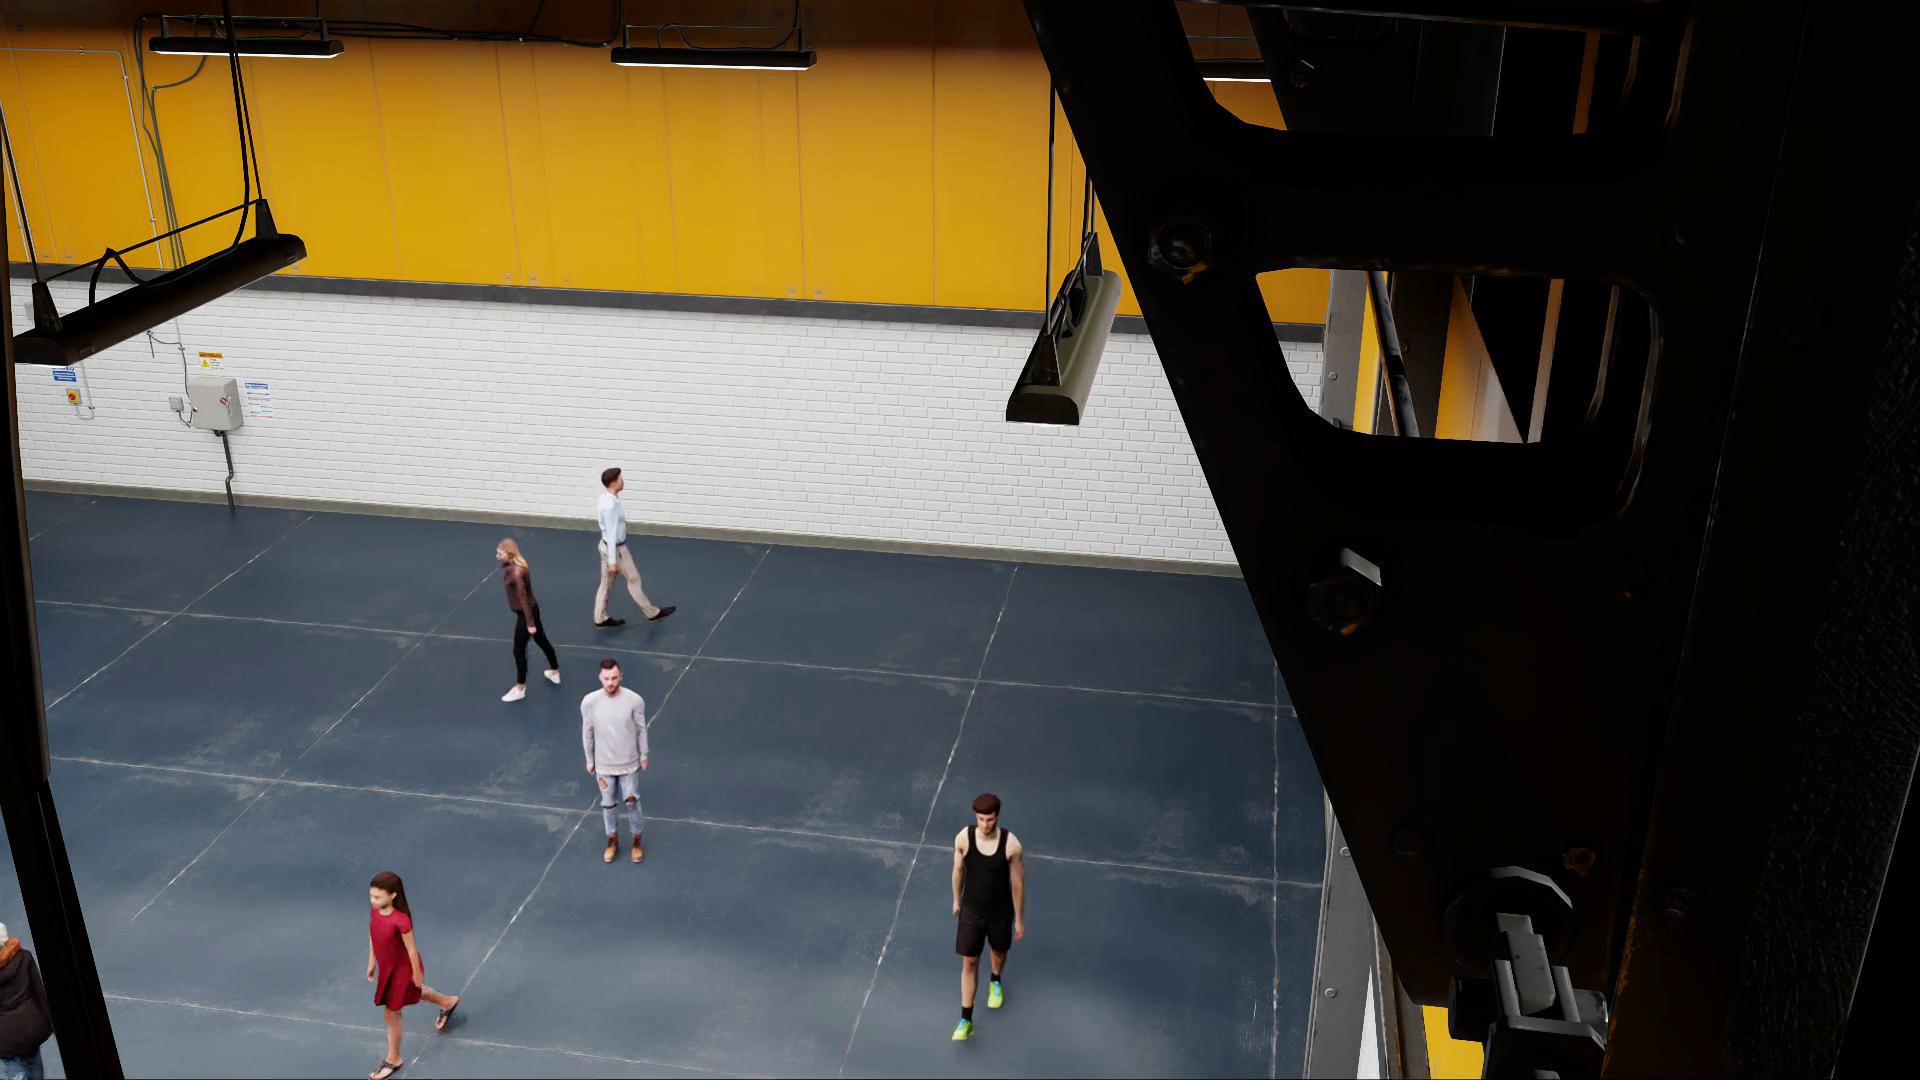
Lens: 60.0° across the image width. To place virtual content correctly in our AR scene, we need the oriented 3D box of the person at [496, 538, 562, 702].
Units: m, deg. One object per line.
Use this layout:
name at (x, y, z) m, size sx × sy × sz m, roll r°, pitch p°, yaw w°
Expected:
person at (-4.240, 0.738, 16.444) m, size 0.933 × 1.674 × 0.890 m, roll -4°, pitch 24°, yaw -8°

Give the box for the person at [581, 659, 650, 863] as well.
person at (-2.856, 1.799, 13.808) m, size 0.737 × 1.841 × 0.674 m, roll -1°, pitch 24°, yaw -3°

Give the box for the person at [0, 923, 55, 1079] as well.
person at (-6.134, 3.219, 10.850) m, size 1.016 × 1.609 × 1.053 m, roll 20°, pitch 31°, yaw 39°

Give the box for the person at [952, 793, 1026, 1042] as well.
person at (0.221, 2.602, 11.954) m, size 0.707 × 1.856 × 1.040 m, roll 4°, pitch 24°, yaw 9°

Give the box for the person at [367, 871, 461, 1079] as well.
person at (-3.865, 2.932, 11.615) m, size 0.853 × 1.523 × 1.108 m, roll 17°, pitch 29°, yaw 34°

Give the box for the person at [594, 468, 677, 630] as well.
person at (-3.748, 0.141, 17.646) m, size 1.109 × 1.805 × 1.152 m, roll -9°, pitch 25°, yaw -21°
